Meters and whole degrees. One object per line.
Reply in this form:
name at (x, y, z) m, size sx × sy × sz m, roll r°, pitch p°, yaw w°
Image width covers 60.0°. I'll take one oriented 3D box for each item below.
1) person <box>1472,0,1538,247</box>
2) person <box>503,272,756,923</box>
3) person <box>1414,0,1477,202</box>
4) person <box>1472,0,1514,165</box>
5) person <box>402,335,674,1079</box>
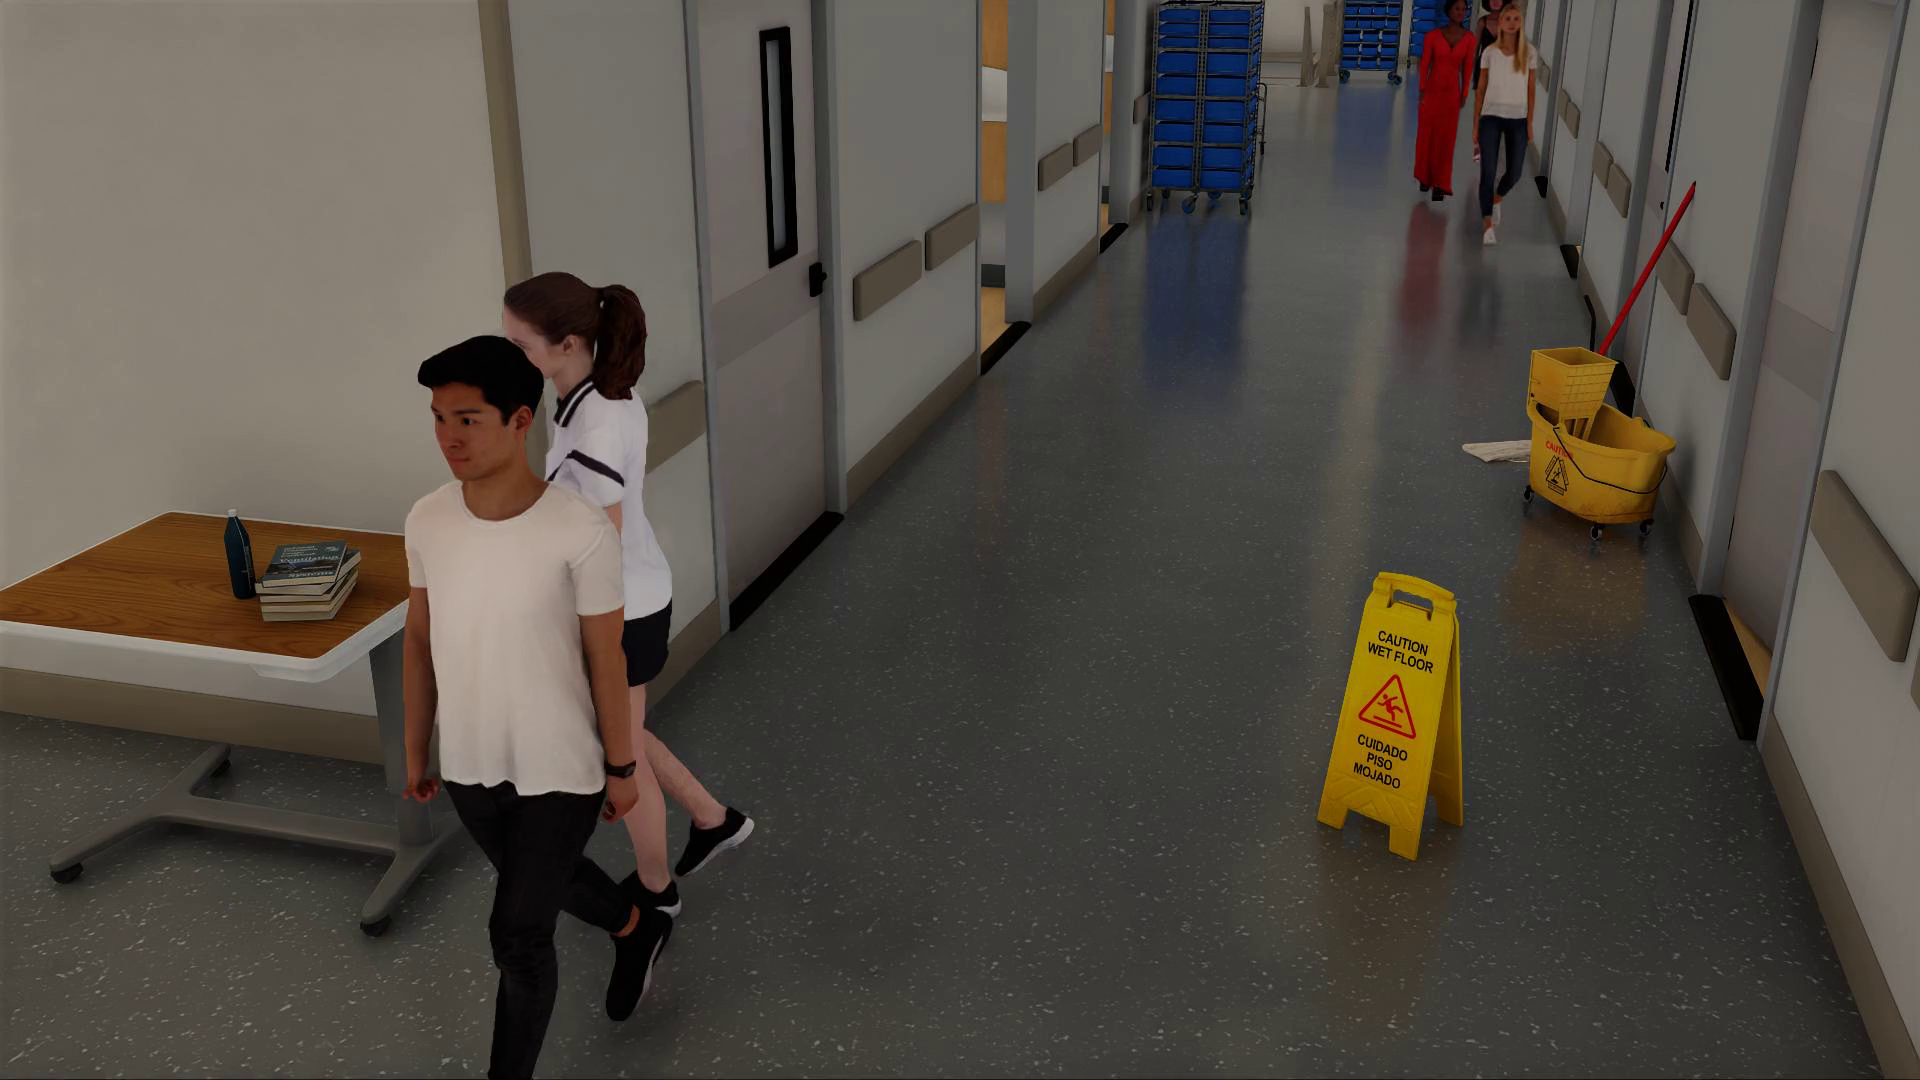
person at (4.205, -3.217, 12.911) m, size 0.652 × 1.799 × 0.926 m, roll 4°, pitch 21°, yaw 10°
person at (-0.736, 0.199, 3.998) m, size 0.849 × 1.724 × 0.788 m, roll -2°, pitch 21°, yaw -4°
person at (4.273, -3.909, 14.828) m, size 0.650 × 1.735 × 1.157 m, roll 4°, pitch 21°, yaw 11°
person at (5.461, -4.761, 17.061) m, size 0.601 × 1.747 × 1.104 m, roll 4°, pitch 21°, yaw 10°
person at (-0.852, 0.410, 3.448) m, size 0.764 × 1.688 × 1.129 m, roll 9°, pitch 23°, yaw 23°
